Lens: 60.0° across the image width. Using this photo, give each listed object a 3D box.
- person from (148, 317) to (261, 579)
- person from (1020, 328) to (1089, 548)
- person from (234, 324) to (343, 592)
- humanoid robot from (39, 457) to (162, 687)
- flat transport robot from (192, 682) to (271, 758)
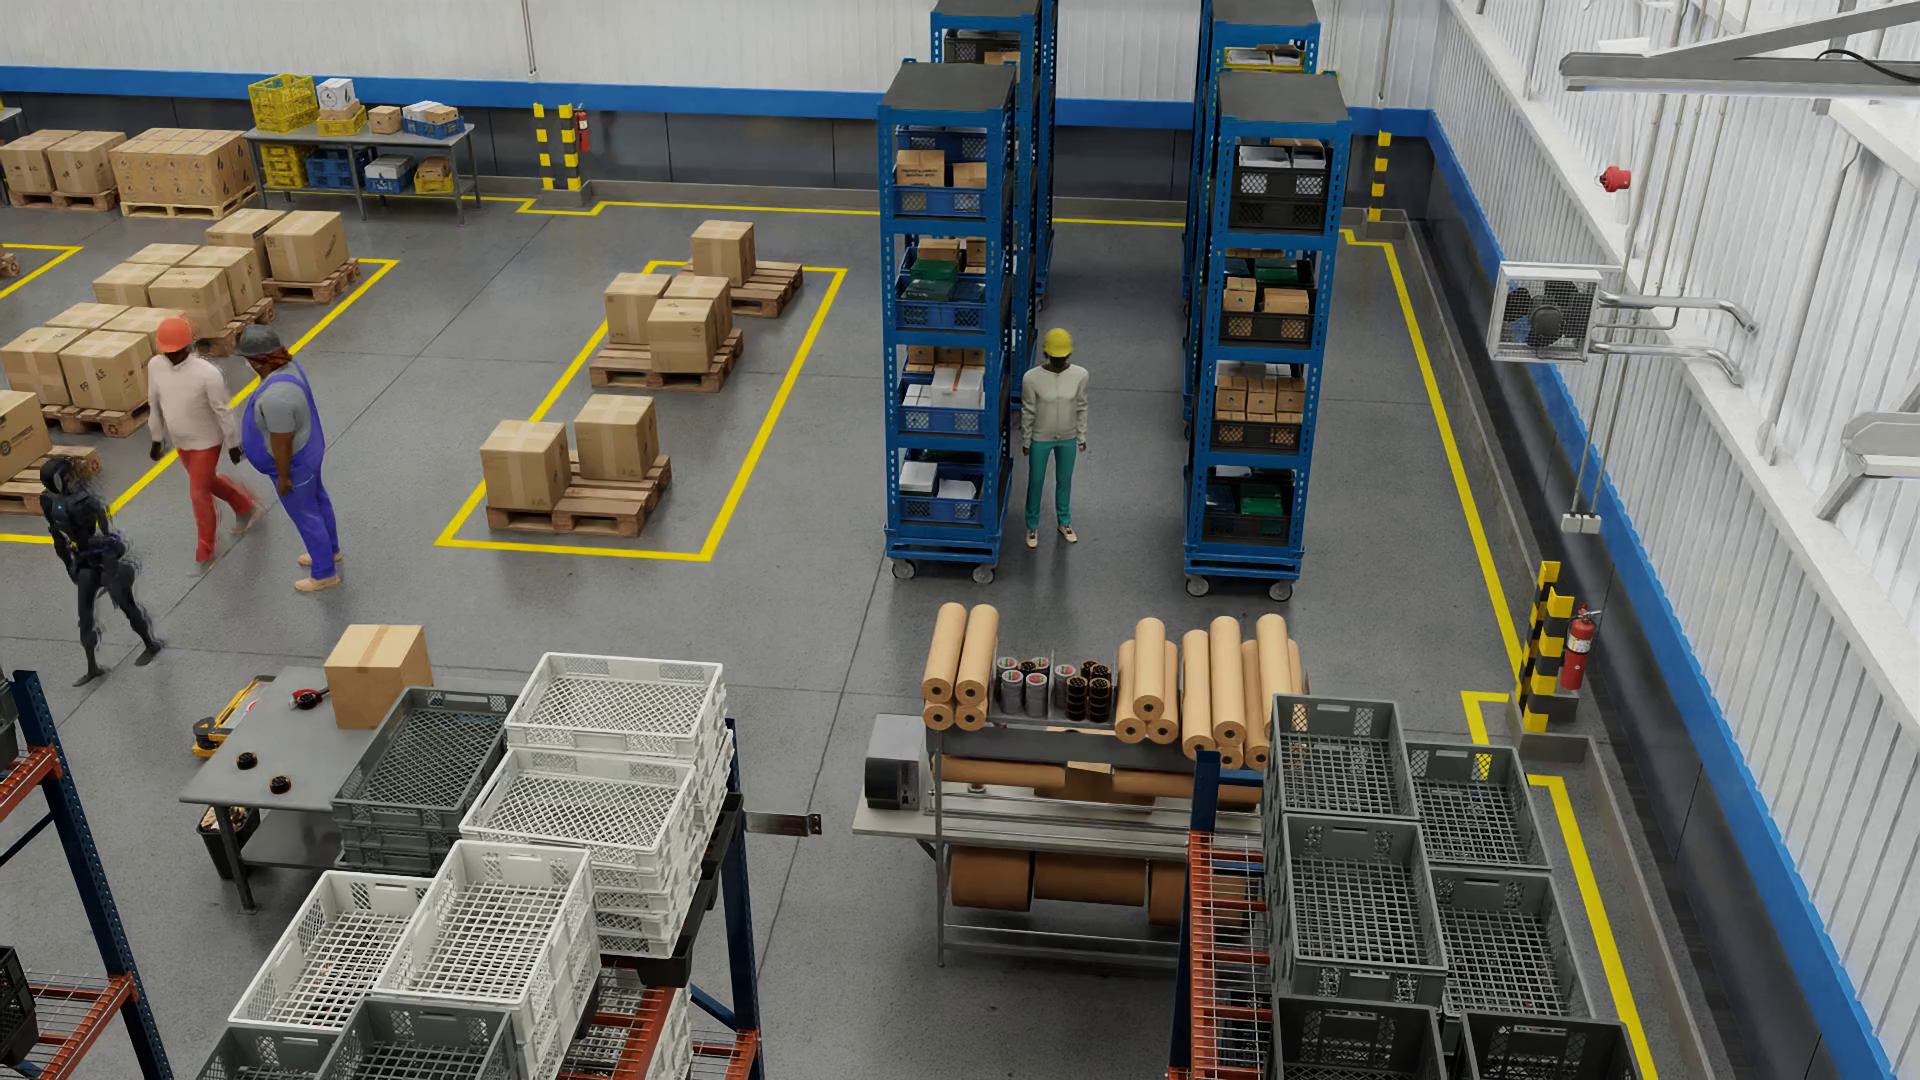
[{"bbox_3d":[-5.652,-0.765,12.337,0.621,1.957,0.925,12,32,20],"label":"person"},{"bbox_3d":[0.709,-0.770,12.507,0.524,1.768,0.313,-7,31,-12],"label":"person"},{"bbox_3d":[-4.848,-0.612,11.966,0.537,2.000,0.685,-6,31,-11],"label":"person"},{"bbox_3d":[-5.703,0.201,10.947,0.600,1.633,0.704,6,31,11],"label":"humanoid robot"},{"bbox_3d":[-4.089,1.163,10.648,1.431,0.197,0.652,3,30,6],"label":"flat transport robot"}]
